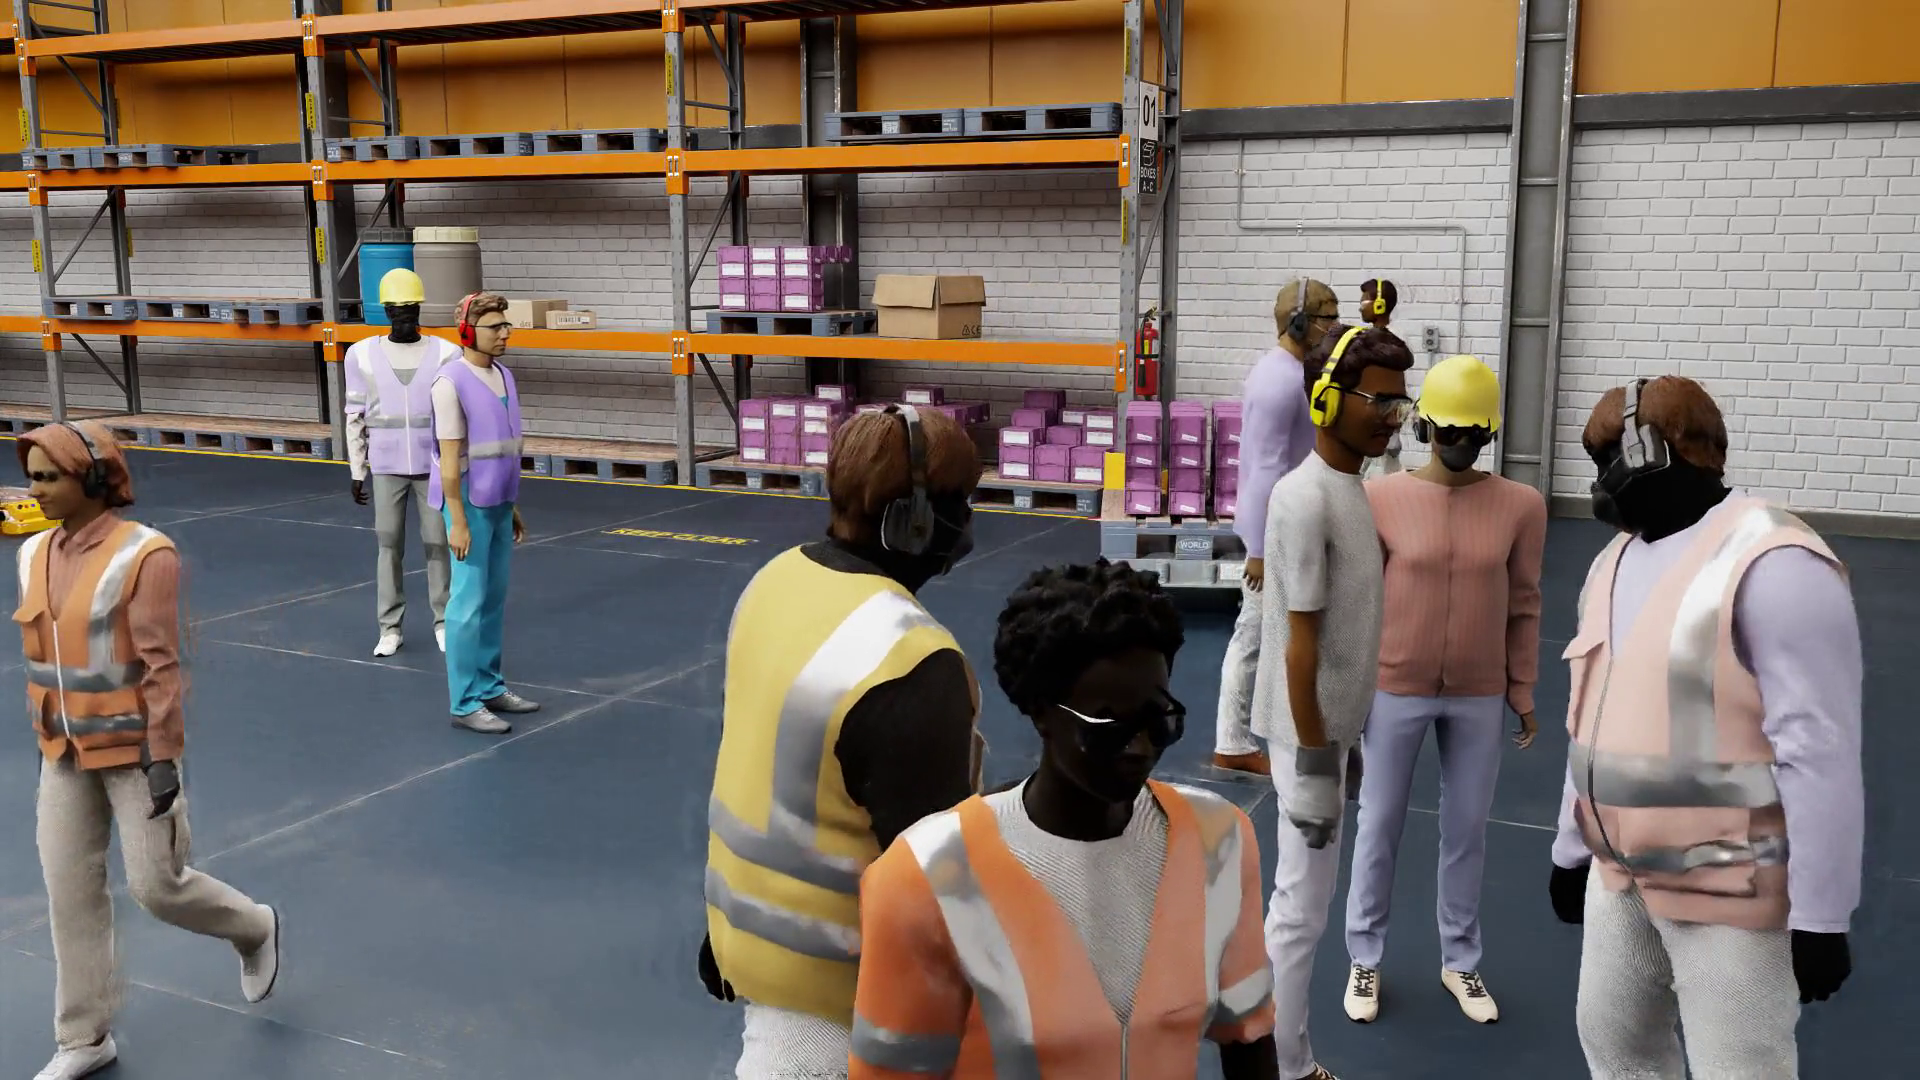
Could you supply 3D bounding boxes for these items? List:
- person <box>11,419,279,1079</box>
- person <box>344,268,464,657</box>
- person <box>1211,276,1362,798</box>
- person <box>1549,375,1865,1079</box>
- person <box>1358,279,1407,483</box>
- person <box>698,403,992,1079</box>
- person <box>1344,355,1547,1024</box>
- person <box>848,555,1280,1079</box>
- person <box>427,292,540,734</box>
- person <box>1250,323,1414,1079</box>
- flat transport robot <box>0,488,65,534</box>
[{"bbox_3d":[-2.053,0.505,4.096,0.522,1.621,0.623,4,11,21],"label":"person"},{"bbox_3d":[-2.749,-0.382,8.316,0.592,1.930,0.356,-3,10,-17],"label":"person"},{"bbox_3d":[1.317,-0.004,6.168,0.800,1.912,0.646,2,10,14],"label":"person"},{"bbox_3d":[1.319,0.619,2.979,0.433,1.806,0.723,-2,10,-12],"label":"person"},{"bbox_3d":[2.591,-0.737,10.638,0.908,1.834,0.536,3,10,17],"label":"person"},{"bbox_3d":[-0.121,0.671,2.710,1.003,1.779,0.642,-4,11,-24],"label":"person"},{"bbox_3d":[1.249,0.399,4.336,0.522,1.761,0.322,0,10,2],"label":"person"},{"bbox_3d":[0.179,0.854,1.933,0.551,1.669,0.688,-5,11,-27],"label":"person"},{"bbox_3d":[-2.041,-0.121,7.062,0.389,1.845,0.564,2,10,10],"label":"person"},{"bbox_3d":[0.819,0.458,3.703,0.330,1.865,0.518,3,10,19],"label":"person"},{"bbox_3d":[-7.058,-0.237,12.229,1.431,0.197,0.652,5,11,26],"label":"flat transport robot"}]
